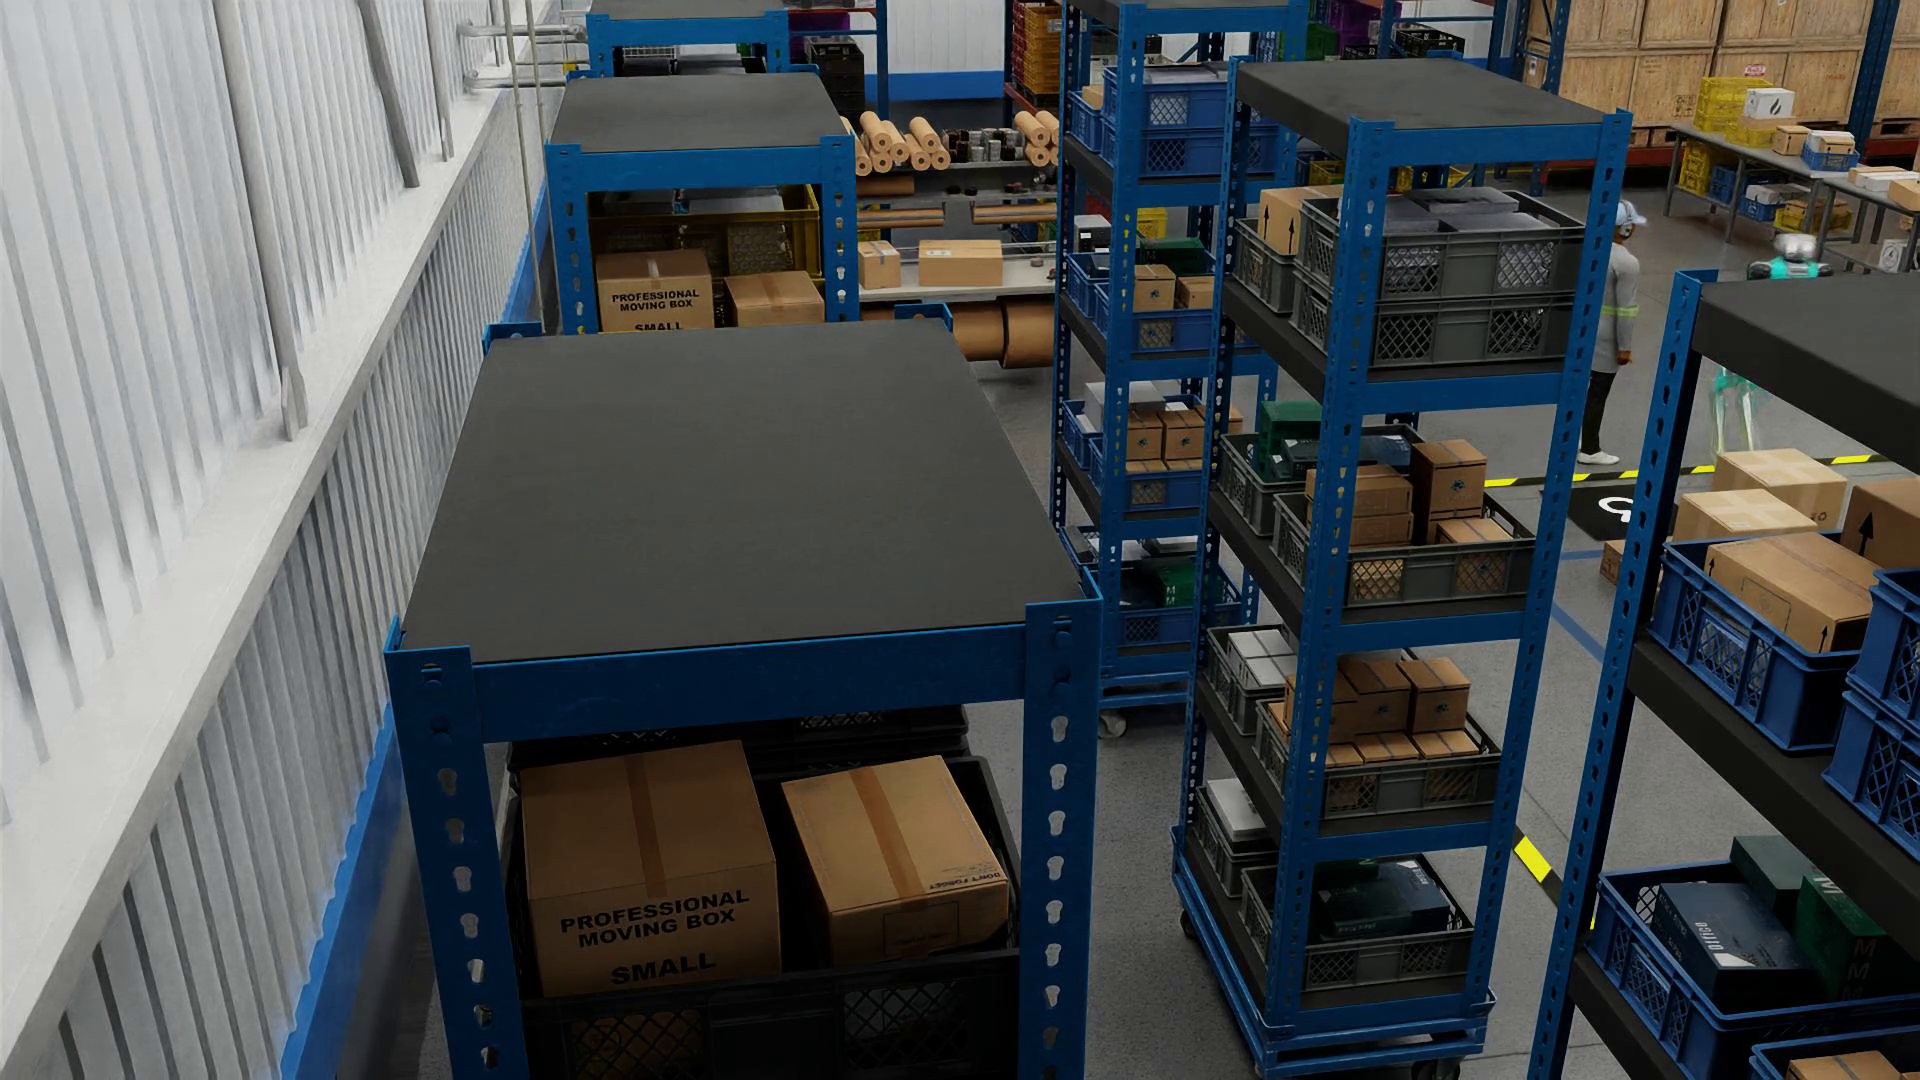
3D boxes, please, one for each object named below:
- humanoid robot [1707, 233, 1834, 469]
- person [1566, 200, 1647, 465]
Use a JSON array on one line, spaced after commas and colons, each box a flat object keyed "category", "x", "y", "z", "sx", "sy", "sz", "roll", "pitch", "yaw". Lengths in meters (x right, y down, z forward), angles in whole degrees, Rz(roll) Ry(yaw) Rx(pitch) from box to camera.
[{"category": "humanoid robot", "x": 5.366, "y": -1.301, "z": 11.209, "sx": 0.533, "sy": 1.677, "sz": 0.735, "roll": 1, "pitch": 25, "yaw": 2}, {"category": "person", "x": 4.453, "y": -1.432, "z": 11.517, "sx": 0.373, "sy": 1.853, "sz": 0.589, "roll": -8, "pitch": 26, "yaw": -17}]
